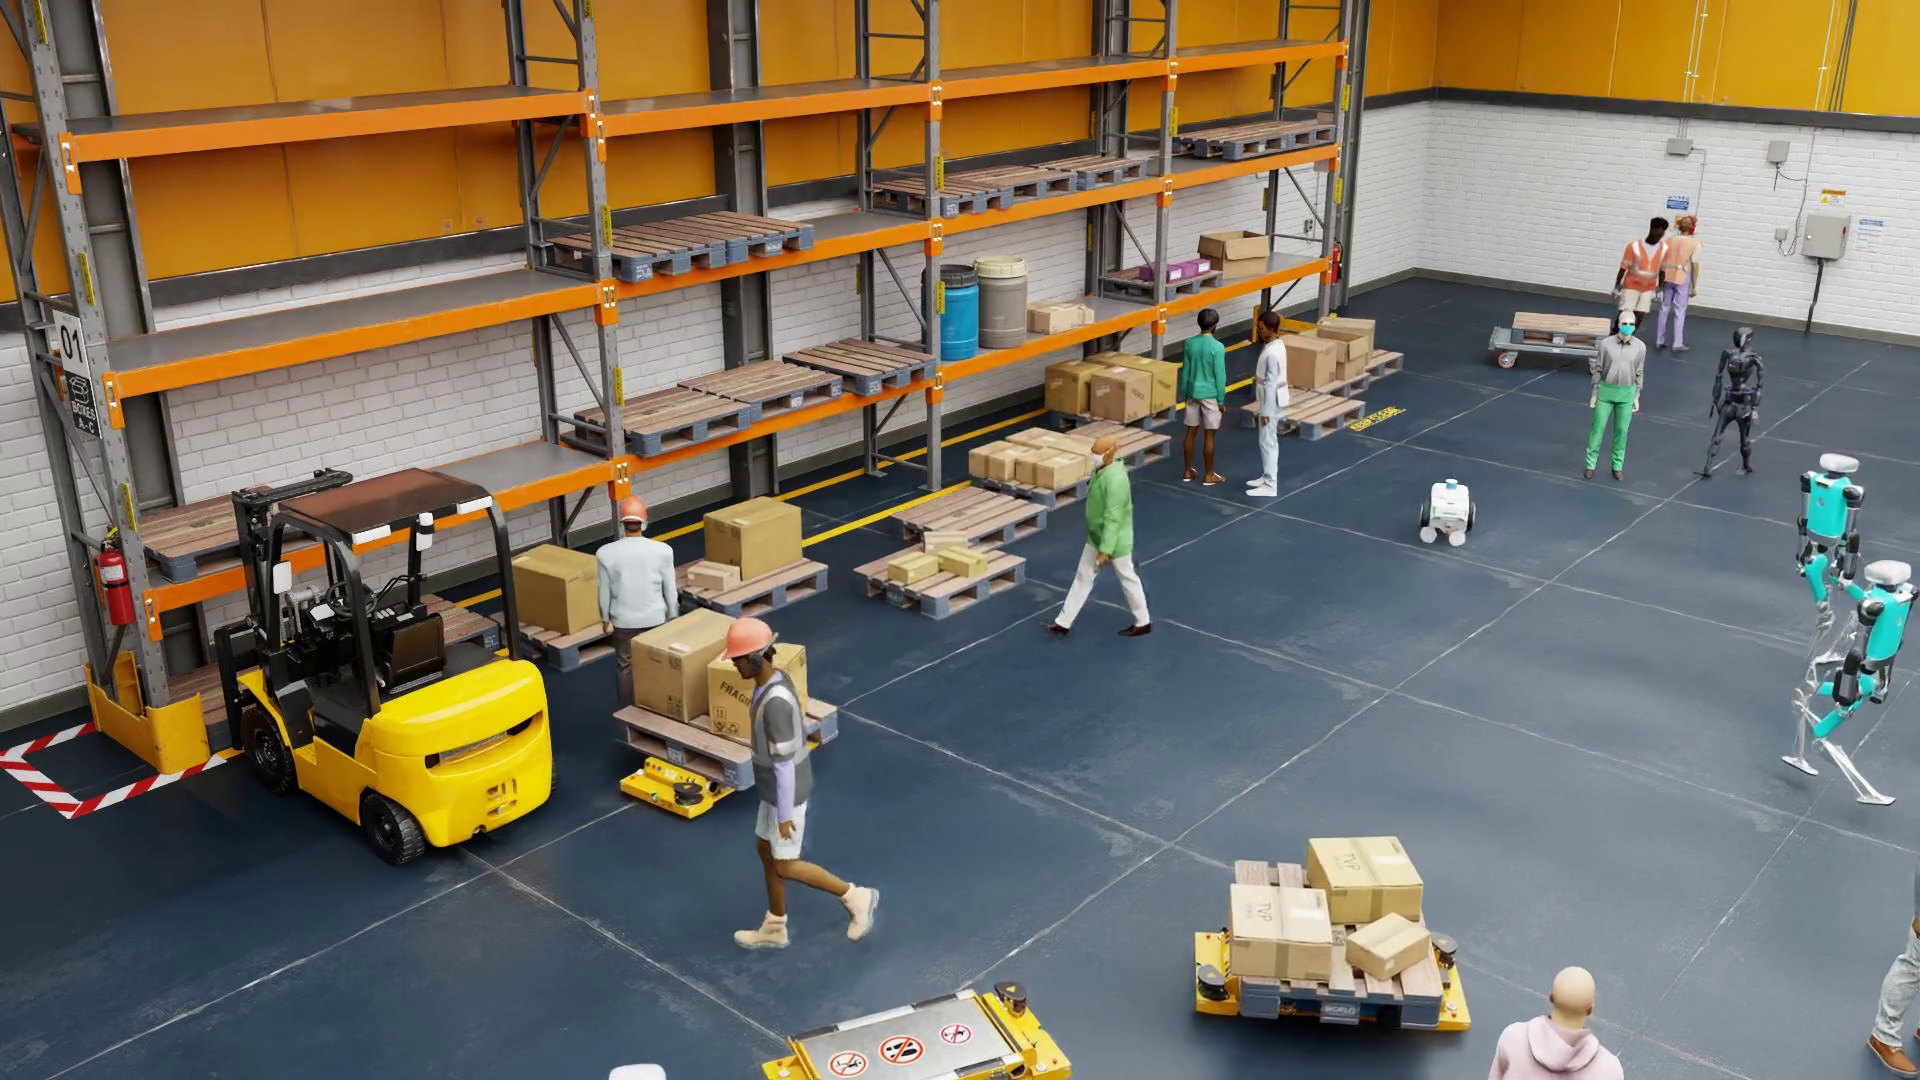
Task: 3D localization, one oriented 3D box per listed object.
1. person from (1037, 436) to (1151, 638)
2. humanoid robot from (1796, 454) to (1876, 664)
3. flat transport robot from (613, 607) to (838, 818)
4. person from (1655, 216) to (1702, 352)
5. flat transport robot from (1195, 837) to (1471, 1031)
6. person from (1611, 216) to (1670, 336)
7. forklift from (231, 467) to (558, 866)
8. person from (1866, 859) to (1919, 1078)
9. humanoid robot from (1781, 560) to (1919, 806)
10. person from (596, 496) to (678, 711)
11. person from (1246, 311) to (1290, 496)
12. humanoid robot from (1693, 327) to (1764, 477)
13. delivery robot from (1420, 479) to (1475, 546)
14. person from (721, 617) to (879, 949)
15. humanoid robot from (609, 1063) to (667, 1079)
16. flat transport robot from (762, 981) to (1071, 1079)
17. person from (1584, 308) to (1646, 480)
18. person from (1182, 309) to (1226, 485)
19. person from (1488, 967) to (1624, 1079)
[{"bbox_3d":[1.141,0.004,13.422,0.985,1.731,0.561,-5,21,-14],"label":"person"},{"bbox_3d":[6.881,0.210,12.997,0.738,1.874,0.539,-8,22,-20],"label":"humanoid robot"},{"bbox_3d":[-1.614,1.480,11.540,0.659,0.231,1.431,14,24,33],"label":"flat transport robot"},{"bbox_3d":[9.817,-3.511,22.786,0.393,1.846,0.562,-14,24,-32],"label":"person"},{"bbox_3d":[2.017,2.374,9.119,1.431,0.231,0.659,2,20,7],"label":"flat transport robot"},{"bbox_3d":[9.149,-3.431,22.461,0.662,1.927,0.569,-1,20,-2],"label":"person"},{"bbox_3d":[-3.730,0.710,10.856,2.313,2.155,1.214,17,26,38],"label":"forklift"},{"bbox_3d":[4.997,1.806,8.283,0.641,1.927,0.387,-5,21,-14],"label":"person"},{"bbox_3d":[5.822,0.902,10.998,0.556,1.733,1.022,-13,24,-31],"label":"humanoid robot"},{"bbox_3d":[-2.321,0.537,12.014,0.568,1.710,0.349,-3,21,-9],"label":"person"},{"bbox_3d":[3.163,-1.391,16.959,0.383,1.909,0.587,4,21,10],"label":"person"},{"bbox_3d":[8.153,-1.428,17.458,0.782,1.627,0.603,-11,23,-27],"label":"humanoid robot"},{"bbox_3d":[4.670,-0.286,15.940,0.525,0.614,0.785,5,21,14],"label":"delivery robot"},{"bbox_3d":[-0.913,1.382,9.324,0.775,1.993,0.672,-4,21,-10],"label":"person"},{"bbox_3d":[-1.481,2.705,6.150,0.930,1.772,0.587,-2,20,-6],"label":"humanoid robot"},{"bbox_3d":[-0.220,2.640,8.398,1.431,0.231,0.659,-9,22,-22],"label":"flat transport robot"},{"bbox_3d":[6.877,-1.530,17.447,0.510,1.830,0.340,5,21,13],"label":"person"},{"bbox_3d":[2.525,-1.483,17.290,0.494,1.849,0.396,15,25,35],"label":"person"},{"bbox_3d":[2.321,2.496,6.617,0.536,1.776,0.412,12,24,30],"label":"person"}]
